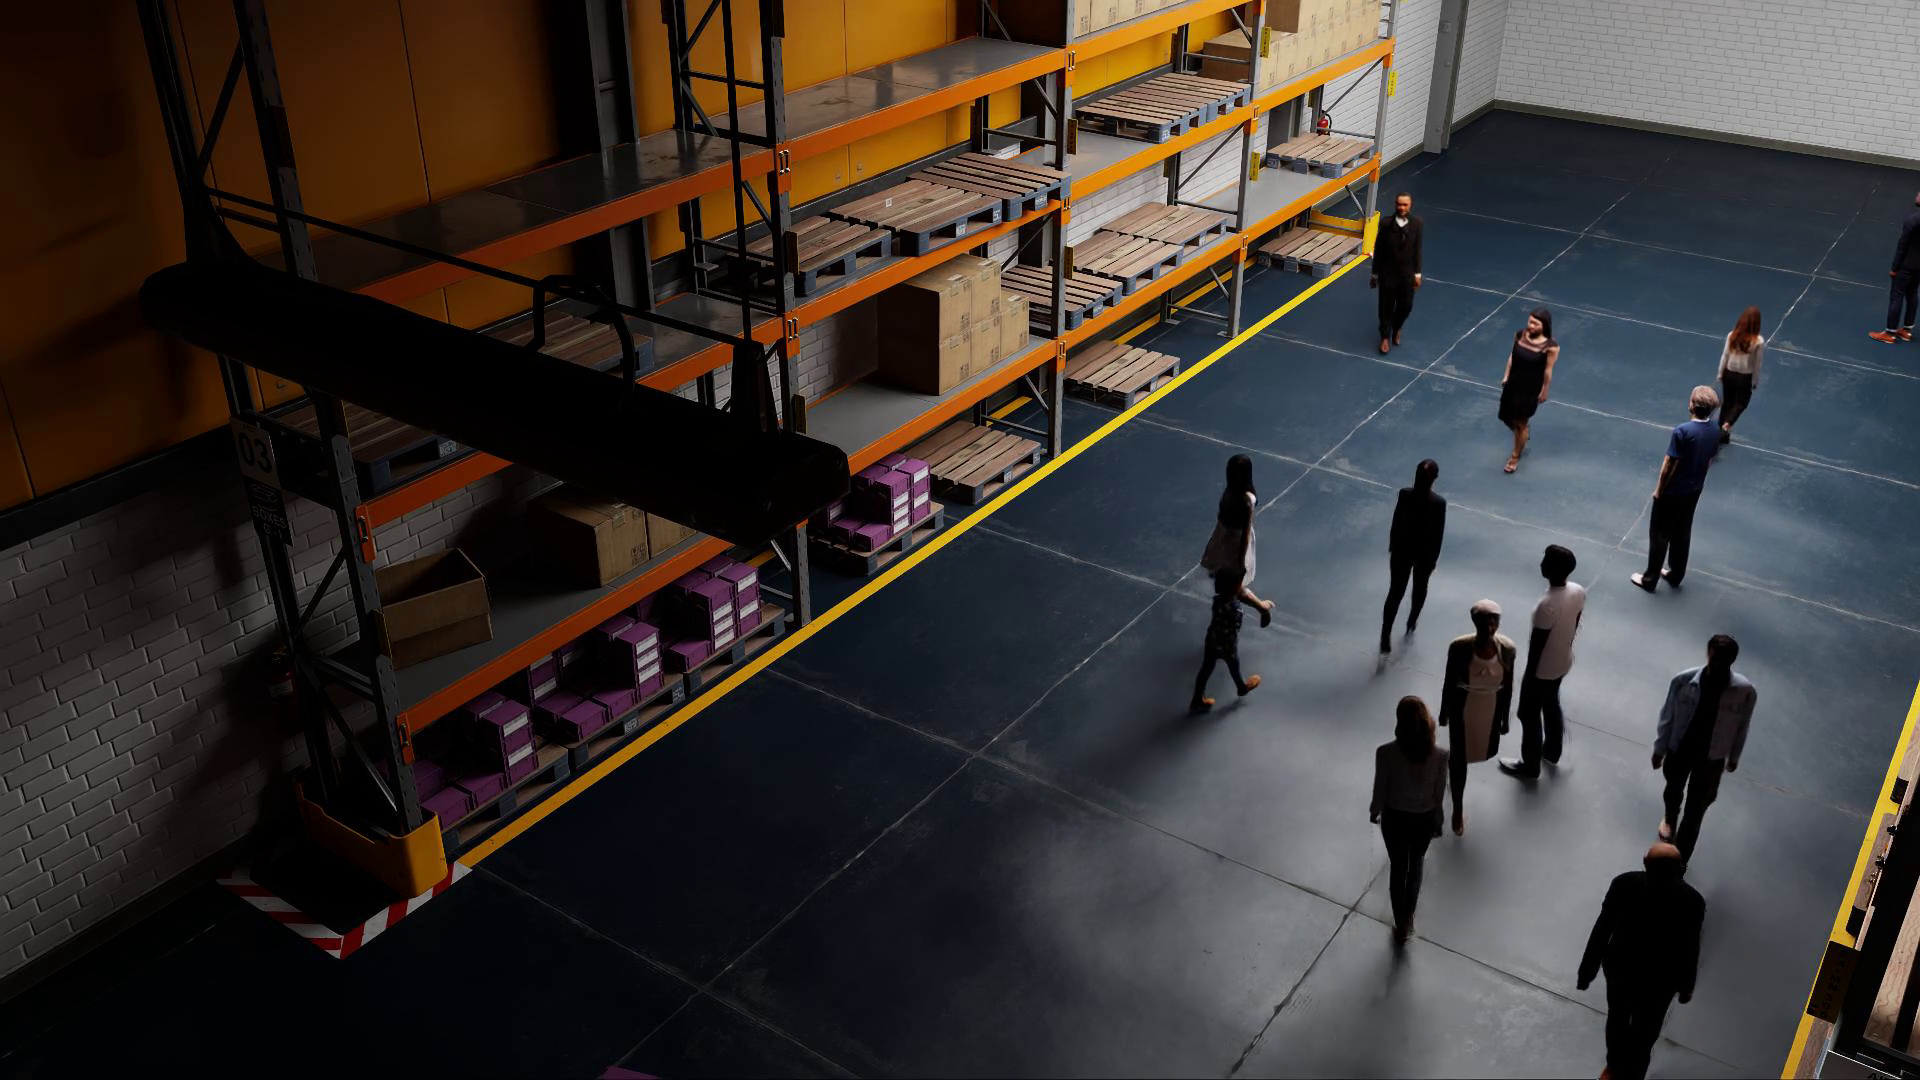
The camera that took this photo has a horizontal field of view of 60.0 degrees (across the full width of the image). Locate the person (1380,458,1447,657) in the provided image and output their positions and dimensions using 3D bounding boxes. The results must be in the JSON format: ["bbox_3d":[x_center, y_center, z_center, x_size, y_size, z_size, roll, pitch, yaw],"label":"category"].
[{"bbox_3d":[3.607,0.167,13.336,0.657,1.679,1.090,14,32,24],"label":"person"}]

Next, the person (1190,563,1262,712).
[{"bbox_3d":[1.958,0.782,12.699,0.924,1.211,0.711,-16,32,-27],"label":"person"}]

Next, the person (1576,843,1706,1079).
[{"bbox_3d":[3.788,2.358,9.219,0.746,1.778,0.908,17,33,28],"label":"person"}]

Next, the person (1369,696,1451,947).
[{"bbox_3d":[2.750,1.805,10.239,0.741,1.771,0.771,6,29,11],"label":"person"}]

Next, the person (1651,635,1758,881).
[{"bbox_3d":[4.882,1.378,11.030,0.762,1.764,1.198,15,32,26],"label":"person"}]

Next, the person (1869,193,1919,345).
[{"bbox_3d":[11.082,-3.196,19.360,0.716,1.815,0.838,-13,31,-22],"label":"person"}]

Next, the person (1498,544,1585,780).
[{"bbox_3d":[4.207,0.879,11.854,0.596,1.850,0.817,-20,34,-31],"label":"person"}]

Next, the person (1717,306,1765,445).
[{"bbox_3d":[7.860,-1.627,16.840,0.600,1.474,0.689,24,37,37],"label":"person"}]

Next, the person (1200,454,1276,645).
[{"bbox_3d":[2.276,0.098,13.382,0.995,1.758,0.935,-4,29,-7],"label":"person"}]

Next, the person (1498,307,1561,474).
[{"bbox_3d":[5.588,-1.502,16.371,0.854,1.705,0.814,-18,34,-30],"label":"person"}]

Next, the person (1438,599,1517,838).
[{"bbox_3d":[3.547,1.150,11.482,0.953,1.731,1.118,1,29,3],"label":"person"}]

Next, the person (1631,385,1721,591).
[{"bbox_3d":[6.188,-0.433,14.244,0.695,1.864,0.805,-11,30,-19],"label":"person"}]

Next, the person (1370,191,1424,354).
[{"bbox_3d":[5.018,-3.091,19.093,0.861,1.887,0.886,6,29,11],"label":"person"}]
